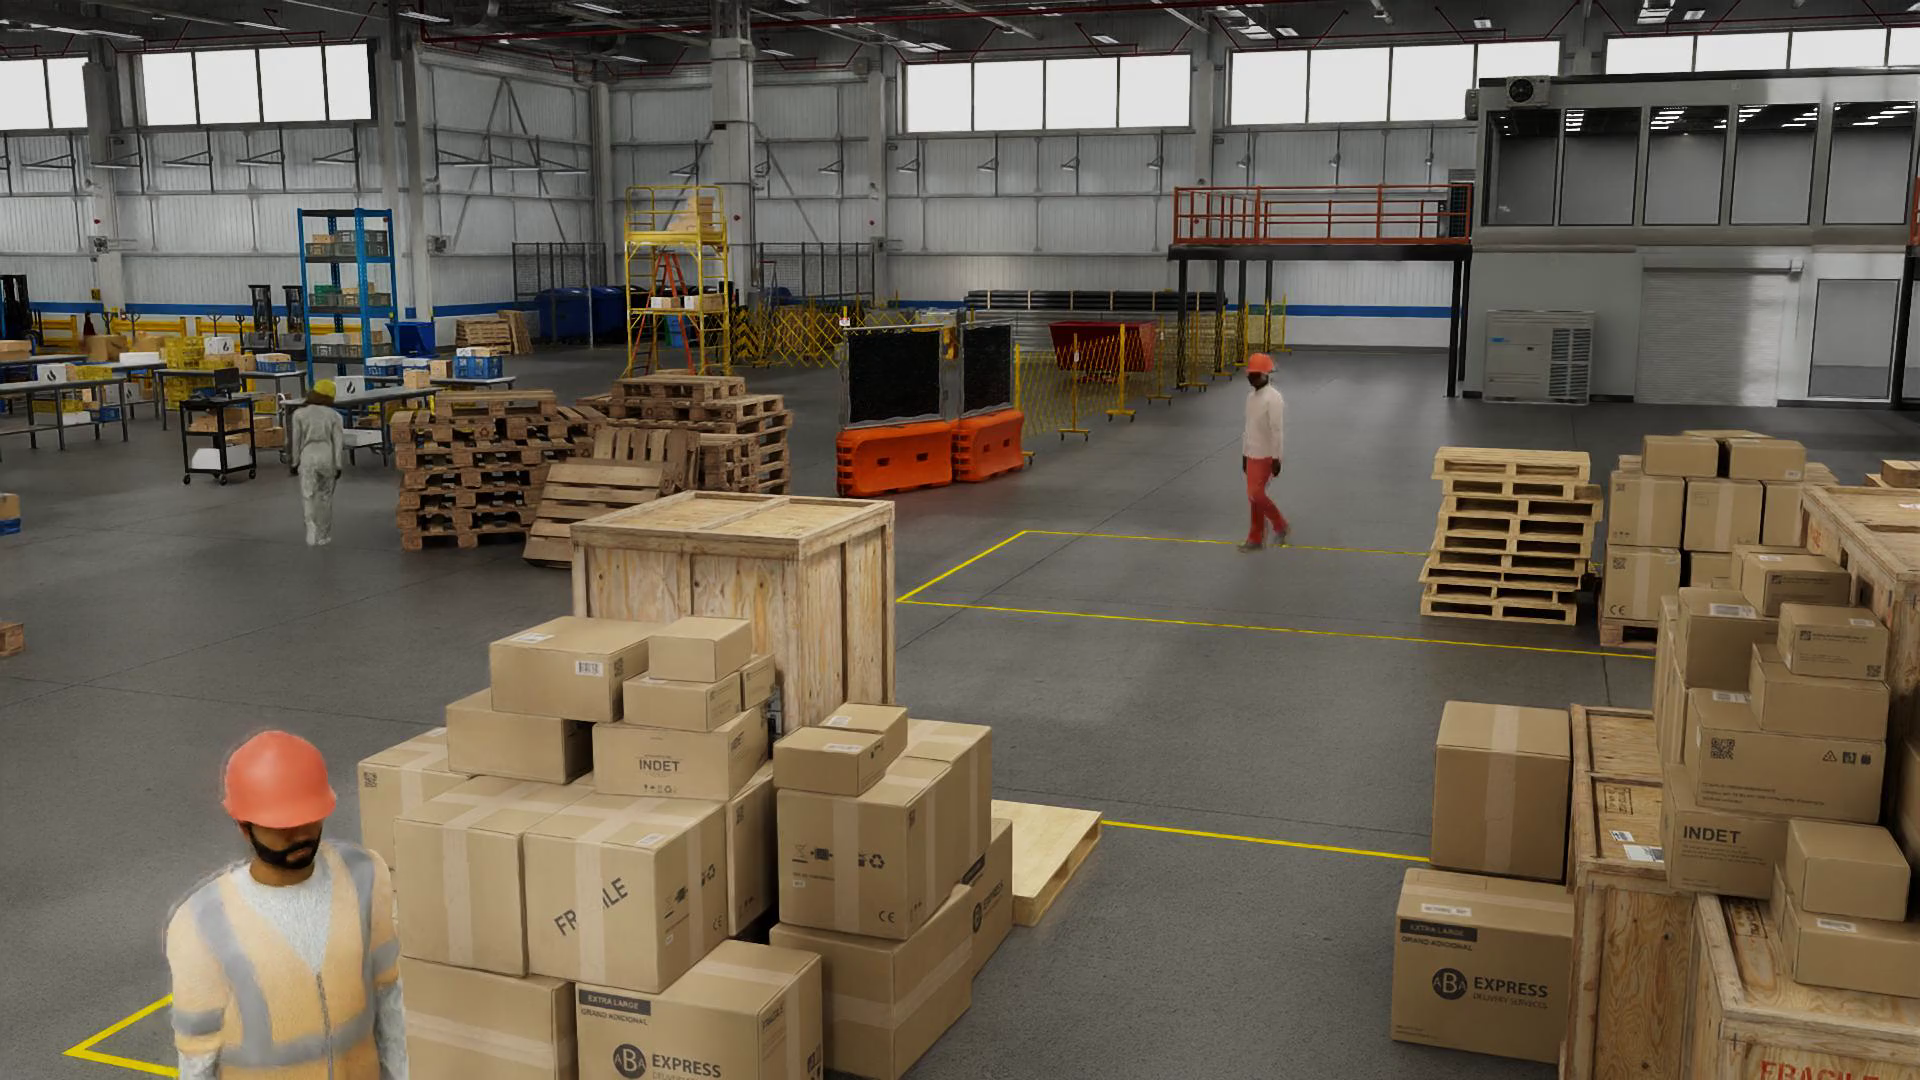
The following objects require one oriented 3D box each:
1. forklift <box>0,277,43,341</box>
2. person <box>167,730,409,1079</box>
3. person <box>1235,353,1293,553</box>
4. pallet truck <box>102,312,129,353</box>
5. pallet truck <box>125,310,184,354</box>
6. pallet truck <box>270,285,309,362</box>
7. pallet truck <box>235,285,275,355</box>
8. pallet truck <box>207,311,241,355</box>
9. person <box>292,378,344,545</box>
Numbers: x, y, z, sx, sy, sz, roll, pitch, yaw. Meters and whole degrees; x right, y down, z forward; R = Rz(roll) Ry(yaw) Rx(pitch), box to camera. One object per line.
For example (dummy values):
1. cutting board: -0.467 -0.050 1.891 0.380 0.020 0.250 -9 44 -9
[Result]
1. forklift: -27.151 -6.329 46.328 1.157 1.987 2.680 3 11 17
2. person: -1.655 1.364 4.087 0.689 1.922 0.544 9 13 40
3. person: 2.968 -0.842 16.344 0.469 1.981 0.647 -3 11 -17
4. pallet truck: -23.057 -5.777 46.261 0.680 1.201 1.601 3 11 19
5. pallet truck: -22.038 -5.665 45.457 0.704 1.261 1.522 3 11 17
6. pallet truck: -17.147 -5.700 43.663 0.823 1.965 1.885 3 11 17
7. pallet truck: -18.327 -5.835 44.421 0.823 1.965 1.885 4 11 23
8. pallet truck: -19.537 -5.575 44.913 0.653 1.274 1.630 3 11 19
9. person: -6.433 -0.766 16.700 0.509 1.702 0.629 -3 10 -16
